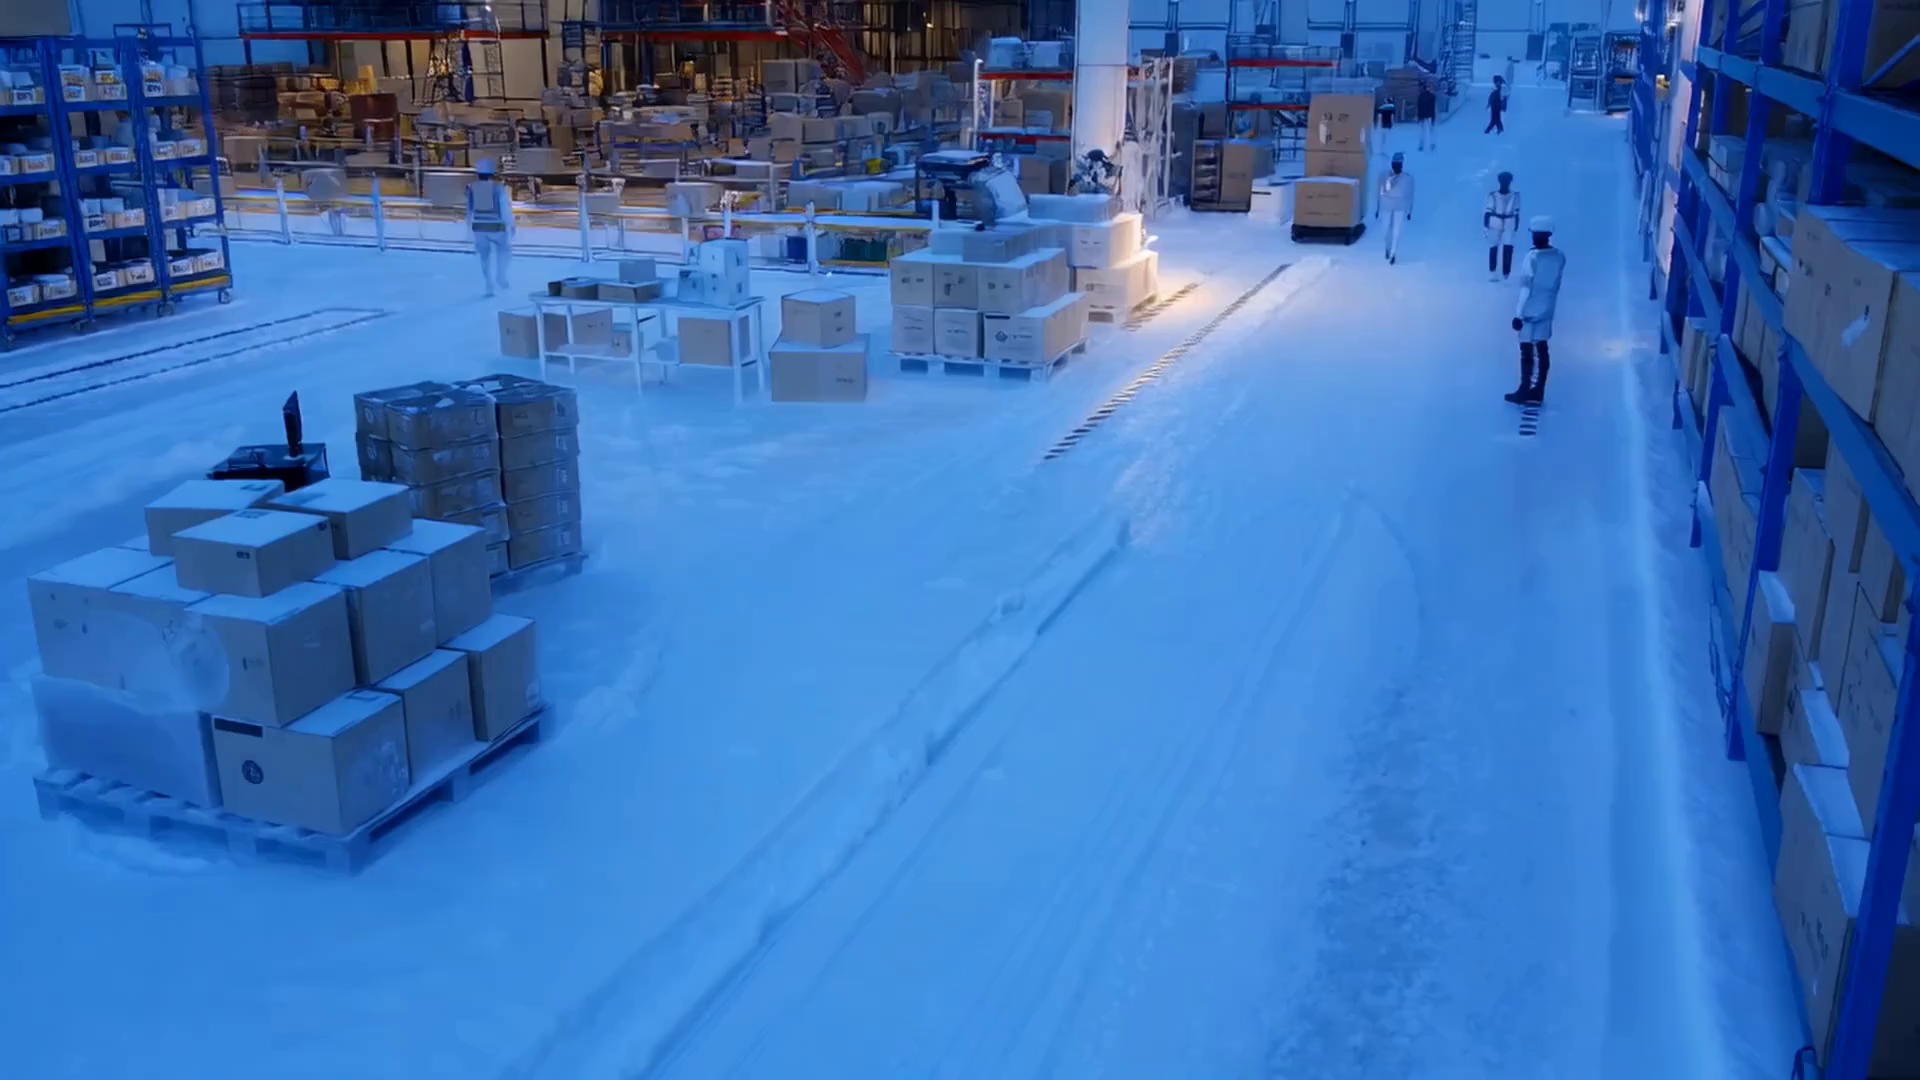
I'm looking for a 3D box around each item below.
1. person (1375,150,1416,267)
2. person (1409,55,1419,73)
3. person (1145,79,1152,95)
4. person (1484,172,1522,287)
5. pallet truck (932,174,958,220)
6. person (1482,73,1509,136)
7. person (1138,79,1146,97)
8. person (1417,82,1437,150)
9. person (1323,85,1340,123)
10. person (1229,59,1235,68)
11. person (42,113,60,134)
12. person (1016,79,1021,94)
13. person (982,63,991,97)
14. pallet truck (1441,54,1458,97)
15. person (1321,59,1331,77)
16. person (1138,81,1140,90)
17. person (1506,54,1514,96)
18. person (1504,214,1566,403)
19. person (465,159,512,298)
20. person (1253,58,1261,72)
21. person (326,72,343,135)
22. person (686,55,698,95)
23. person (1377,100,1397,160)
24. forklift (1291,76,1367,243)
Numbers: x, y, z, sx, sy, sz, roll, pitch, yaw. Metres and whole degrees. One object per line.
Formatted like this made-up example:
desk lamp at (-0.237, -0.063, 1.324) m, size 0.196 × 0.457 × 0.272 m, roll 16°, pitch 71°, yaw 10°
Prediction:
person at (6.953, -5.314, 26.579) m, size 0.603 × 1.817 × 0.673 m, roll 7°, pitch 19°, yaw 20°
person at (22.286, -22.986, 82.115) m, size 0.645 × 1.801 × 0.892 m, roll -13°, pitch 22°, yaw -35°
person at (6.411, -14.930, 56.987) m, size 0.318 × 1.695 × 0.539 m, roll -9°, pitch 20°, yaw -26°
person at (7.977, -4.564, 24.465) m, size 0.546 × 1.653 × 0.829 m, roll 2°, pitch 18°, yaw 7°
pallet truck at (-0.507, -5.292, 27.348) m, size 0.653 × 1.274 × 1.630 m, roll 6°, pitch 19°, yaw 19°
person at (17.486, -14.228, 54.223) m, size 1.037 × 2.000 × 0.701 m, roll -7°, pitch 19°, yaw -21°
person at (6.382, -15.383, 58.071) m, size 1.020 × 1.912 × 0.611 m, roll 7°, pitch 19°, yaw 21°
person at (13.643, -12.344, 48.460) m, size 0.625 × 1.941 × 0.990 m, roll -1°, pitch 18°, yaw -4°
person at (11.786, -13.669, 52.992) m, size 0.536 × 1.723 × 0.901 m, roll -12°, pitch 21°, yaw -34°
person at (12.421, -21.036, 75.971) m, size 0.392 × 1.826 × 0.522 m, roll 3°, pitch 18°, yaw 11°
person at (-29.384, -13.989, 53.798) m, size 0.657 × 1.853 × 1.027 m, roll -12°, pitch 21°, yaw -33°
person at (2.312, -18.238, 67.126) m, size 0.420 × 1.853 × 0.532 m, roll -5°, pitch 18°, yaw -16°
person at (0.982, -18.282, 67.206) m, size 0.967 × 1.884 × 0.568 m, roll 2°, pitch 18°, yaw 6°
pallet truck at (22.765, -21.886, 78.355) m, size 0.823 × 1.965 × 1.885 m, roll -4°, pitch 18°, yaw -14°
person at (17.982, -22.800, 81.699) m, size 0.487 × 1.710 × 0.822 m, roll 7°, pitch 19°, yaw 21°
person at (9.217, -24.032, 85.176) m, size 0.389 × 1.949 × 0.604 m, roll 3°, pitch 18°, yaw 10°
person at (26.248, -22.203, 79.471) m, size 0.386 × 1.923 × 0.593 m, roll 0°, pitch 18°, yaw -1°
person at (5.931, -2.379, 17.159) m, size 0.544 × 1.938 × 0.355 m, roll -10°, pitch 20°, yaw -28°
person at (-6.675, -4.428, 23.609) m, size 0.610 × 1.922 × 0.662 m, roll -1°, pitch 18°, yaw -3°
person at (15.875, -25.070, 88.497) m, size 0.655 × 1.901 × 0.627 m, roll 16°, pitch 24°, yaw 41°
person at (-20.433, -14.261, 54.362) m, size 0.515 × 2.019 × 0.622 m, roll 3°, pitch 18°, yaw 9°
person at (-12.947, -22.444, 80.337) m, size 0.477 × 1.865 × 0.575 m, roll 8°, pitch 19°, yaw 24°
person at (11.707, -11.260, 45.636) m, size 0.499 × 1.588 × 0.859 m, roll 11°, pitch 21°, yaw 31°
forklift at (6.598, -6.755, 29.381) m, size 1.129 × 2.768 × 1.873 m, roll 6°, pitch 19°, yaw 19°
